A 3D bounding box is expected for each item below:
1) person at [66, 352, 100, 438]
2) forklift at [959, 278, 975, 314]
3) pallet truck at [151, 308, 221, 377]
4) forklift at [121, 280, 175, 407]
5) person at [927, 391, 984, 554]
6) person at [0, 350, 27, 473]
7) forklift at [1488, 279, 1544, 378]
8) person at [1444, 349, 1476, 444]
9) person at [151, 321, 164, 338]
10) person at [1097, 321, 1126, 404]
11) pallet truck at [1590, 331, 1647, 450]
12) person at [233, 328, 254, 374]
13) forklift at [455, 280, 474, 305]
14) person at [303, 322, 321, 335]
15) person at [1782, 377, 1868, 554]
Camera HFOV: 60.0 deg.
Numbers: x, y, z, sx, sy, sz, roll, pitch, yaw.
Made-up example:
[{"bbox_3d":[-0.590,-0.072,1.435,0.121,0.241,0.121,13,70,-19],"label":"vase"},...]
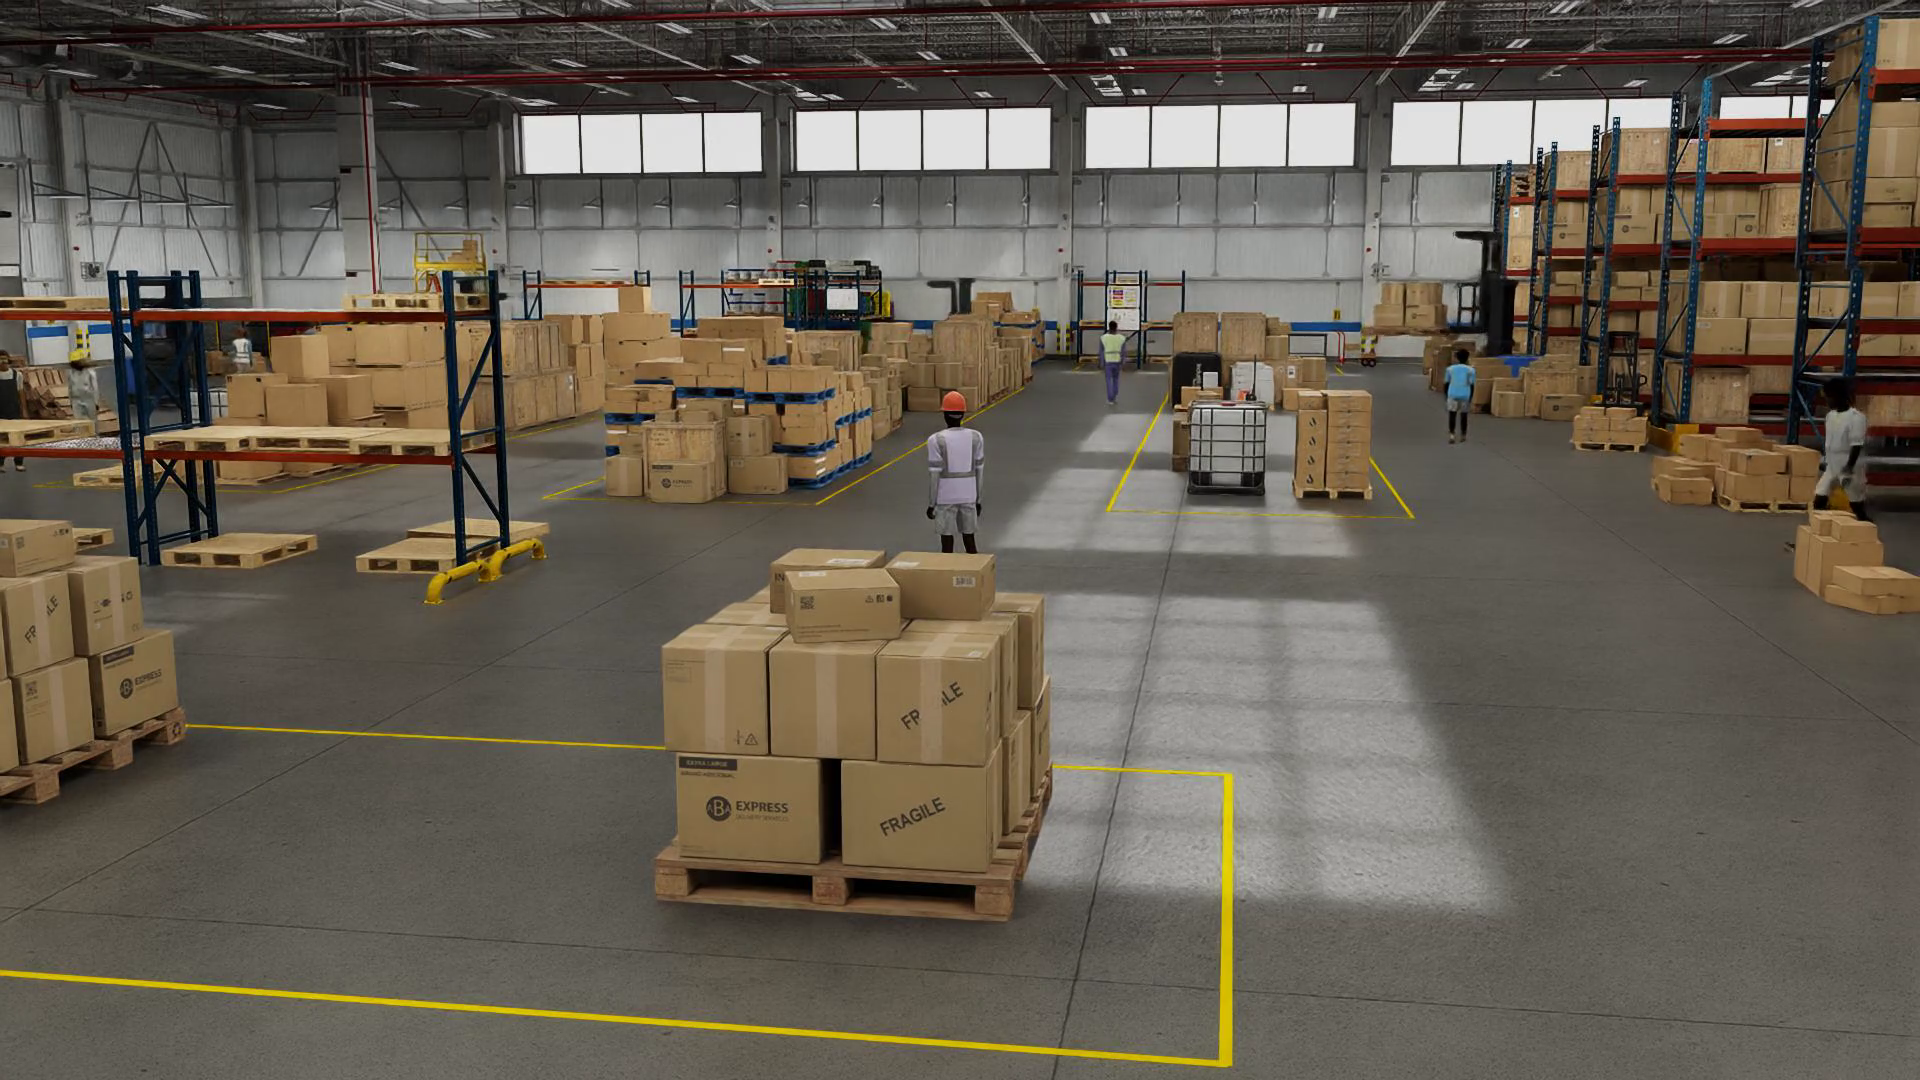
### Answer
[{"bbox_3d":[-14.513,-2.260,27.522,0.523,1.667,0.897,-1,9,-9],"label":"person"},{"bbox_3d":[0.171,-5.962,46.683,1.873,2.768,1.129,0,9,3],"label":"forklift"},{"bbox_3d":[-21.869,-5.598,47.154,0.823,1.965,1.885,4,10,26],"label":"pallet truck"},{"bbox_3d":[-17.898,-4.386,36.966,1.129,2.768,1.873,-8,12,-41],"label":"forklift"},{"bbox_3d":[-0.050,-0.384,15.179,0.542,1.939,0.362,-4,10,-21],"label":"person"},{"bbox_3d":[-14.329,-1.932,25.011,0.506,1.846,0.351,-7,12,-37],"label":"person"},{"bbox_3d":[12.439,-4.583,38.182,1.873,2.768,1.129,6,11,34],"label":"forklift"},{"bbox_3d":[8.775,-2.525,29.234,0.529,1.661,0.843,4,10,21],"label":"person"},{"bbox_3d":[-22.984,-5.670,47.838,0.544,1.920,0.728,6,11,34],"label":"person"},{"bbox_3d":[3.443,-4.050,37.956,0.609,1.890,0.829,-1,9,-9],"label":"person"},{"bbox_3d":[11.253,-2.573,28.499,0.823,1.965,1.885,5,10,27],"label":"pallet truck"},{"bbox_3d":[-17.446,-4.359,40.660,0.546,1.609,0.700,2,9,12],"label":"person"},{"bbox_3d":[-13.188,-5.608,44.501,1.873,2.768,1.129,-3,10,-19],"label":"forklift"},{"bbox_3d":[-15.384,-4.351,39.803,0.648,1.883,1.018,-2,9,-9],"label":"person"},{"bbox_3d":[9.122,-0.731,17.378,0.989,1.901,0.634,-2,9,-13],"label":"person"}]
